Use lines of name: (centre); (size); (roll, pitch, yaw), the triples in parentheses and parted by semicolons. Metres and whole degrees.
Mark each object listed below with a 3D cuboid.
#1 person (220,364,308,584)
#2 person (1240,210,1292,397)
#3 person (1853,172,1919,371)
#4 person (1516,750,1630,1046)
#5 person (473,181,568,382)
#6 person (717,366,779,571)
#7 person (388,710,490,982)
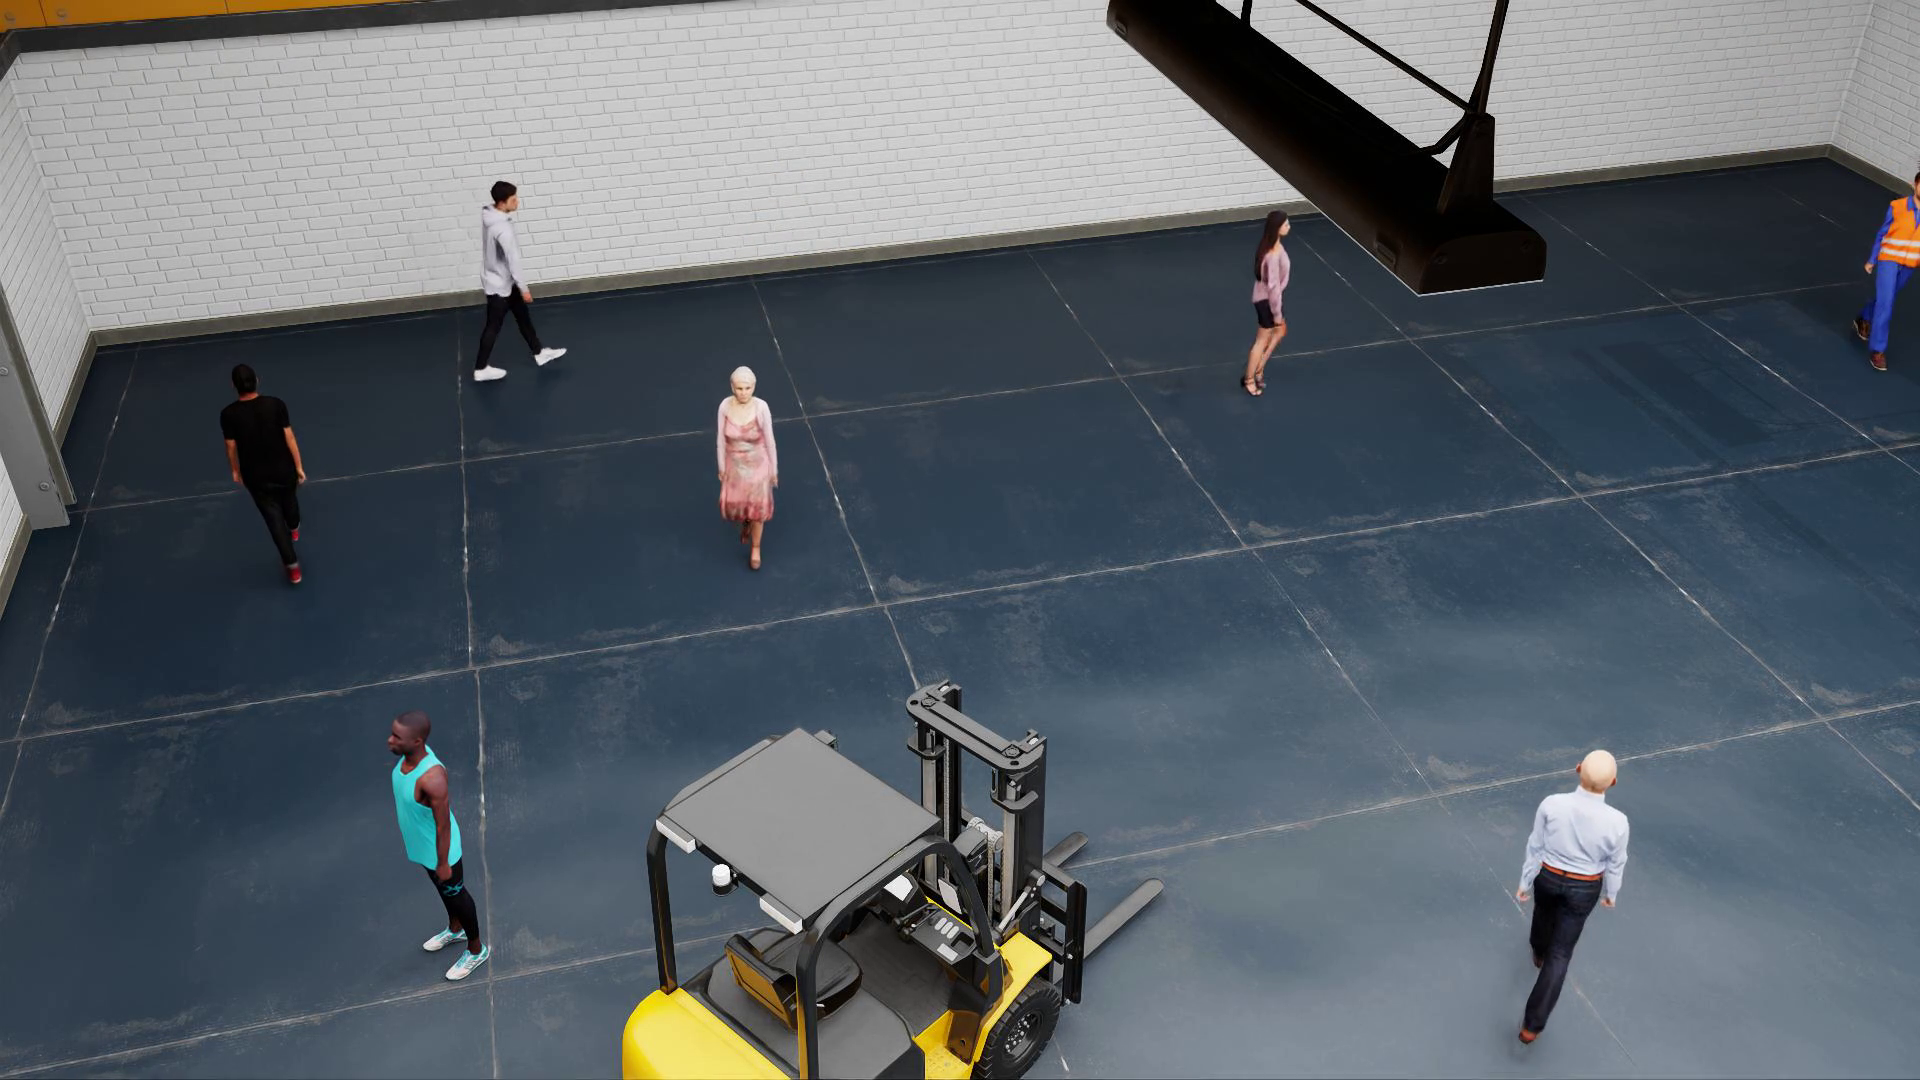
person: (-5.170, -0.462, 12.472); (0.820, 1.719, 1.149); (-16, 37, -23)
person: (2.653, -2.096, 14.857); (0.797, 1.800, 0.679); (4, 34, 6)
person: (8.769, -2.603, 15.599); (0.995, 1.823, 1.307); (4, 34, 6)
person: (3.218, 1.909, 8.873); (1.188, 1.755, 1.287); (16, 37, 22)
person: (-4.273, -2.314, 15.118); (0.866, 1.874, 1.110); (-17, 37, -24)
person: (-1.628, -0.593, 12.703); (0.708, 1.682, 0.772); (-1, 34, -1)
person: (-2.893, 1.662, 9.192); (0.735, 1.811, 0.583); (-23, 40, -31)
